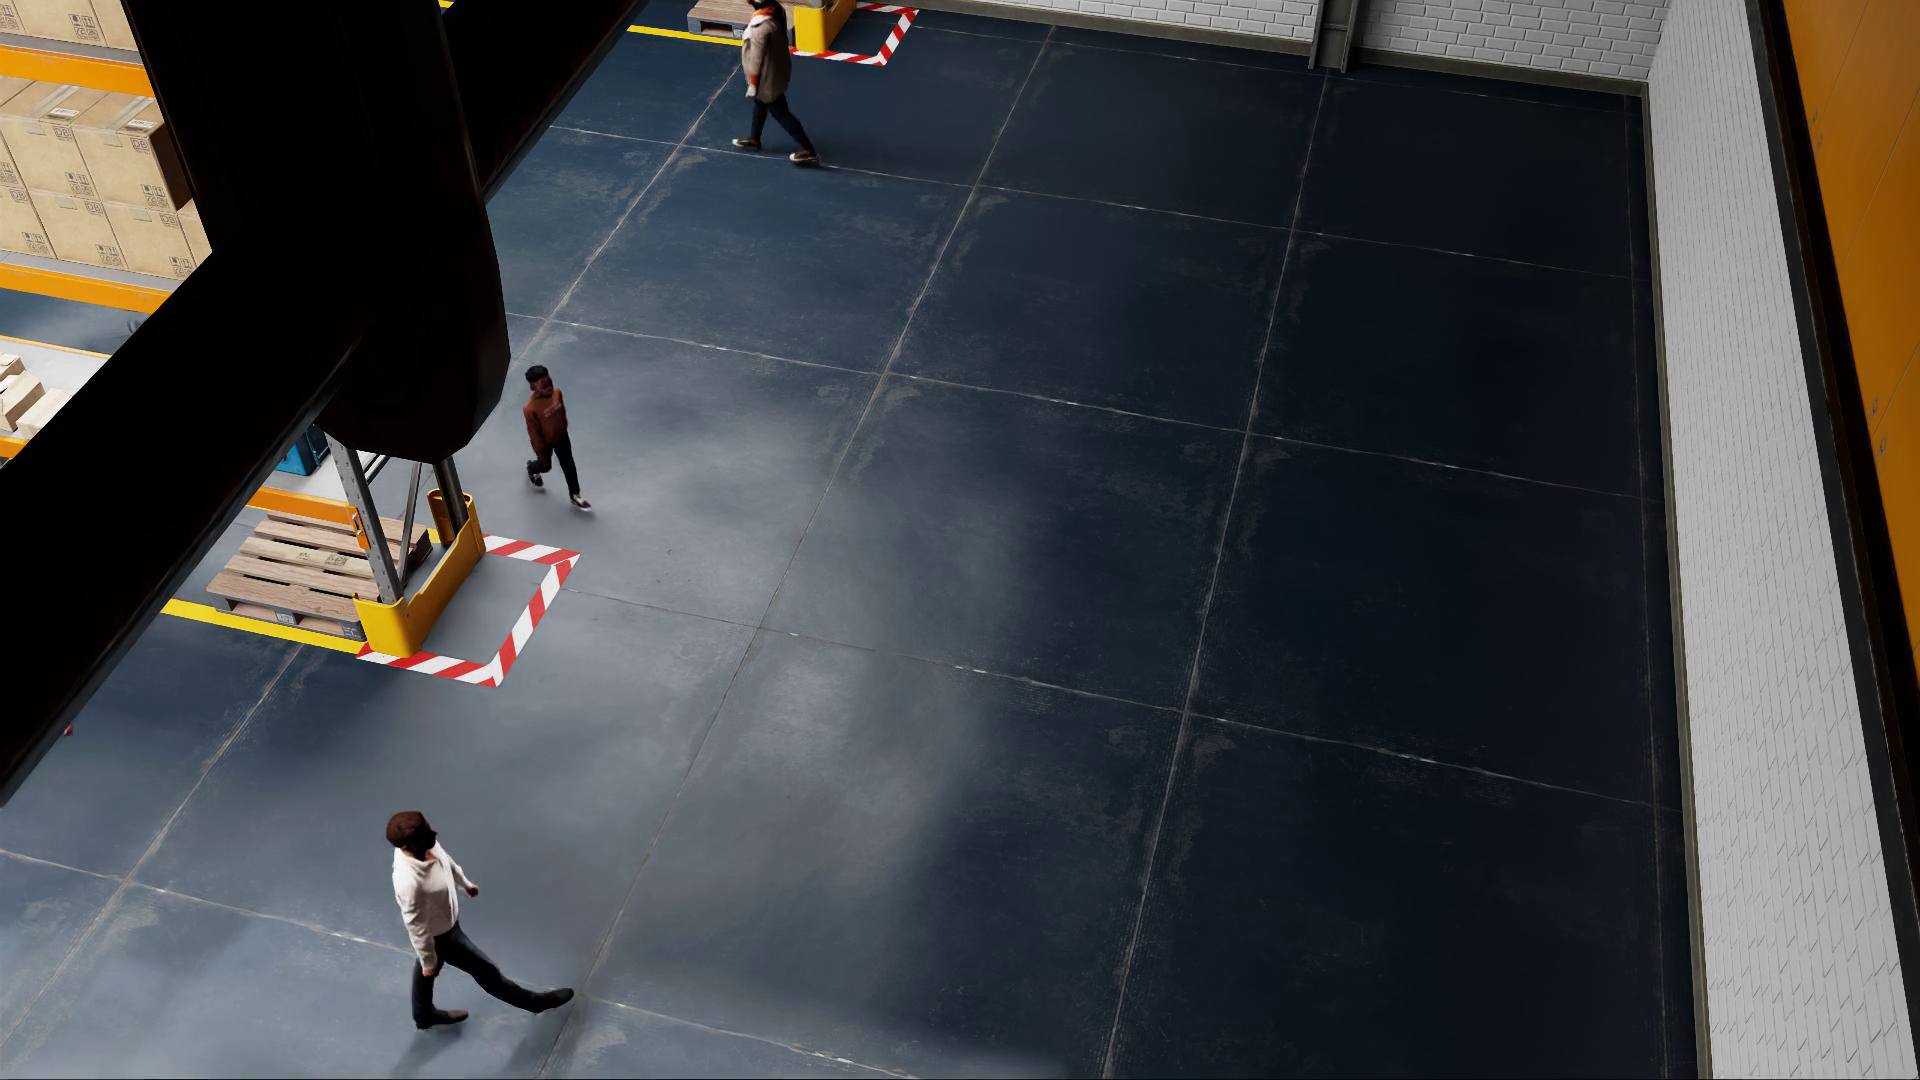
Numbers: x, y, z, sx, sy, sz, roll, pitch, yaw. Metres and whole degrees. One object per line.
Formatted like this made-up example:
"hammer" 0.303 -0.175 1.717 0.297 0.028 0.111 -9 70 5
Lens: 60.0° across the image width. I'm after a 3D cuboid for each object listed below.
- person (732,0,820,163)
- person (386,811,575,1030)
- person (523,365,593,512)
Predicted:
"person" -1.694 -4.364 15.514 1.143 1.851 0.724 9 44 9
"person" -2.850 2.064 8.776 1.240 1.837 1.054 -10 45 -11
"person" -3.045 -0.767 12.183 0.935 1.238 0.753 31 51 28
